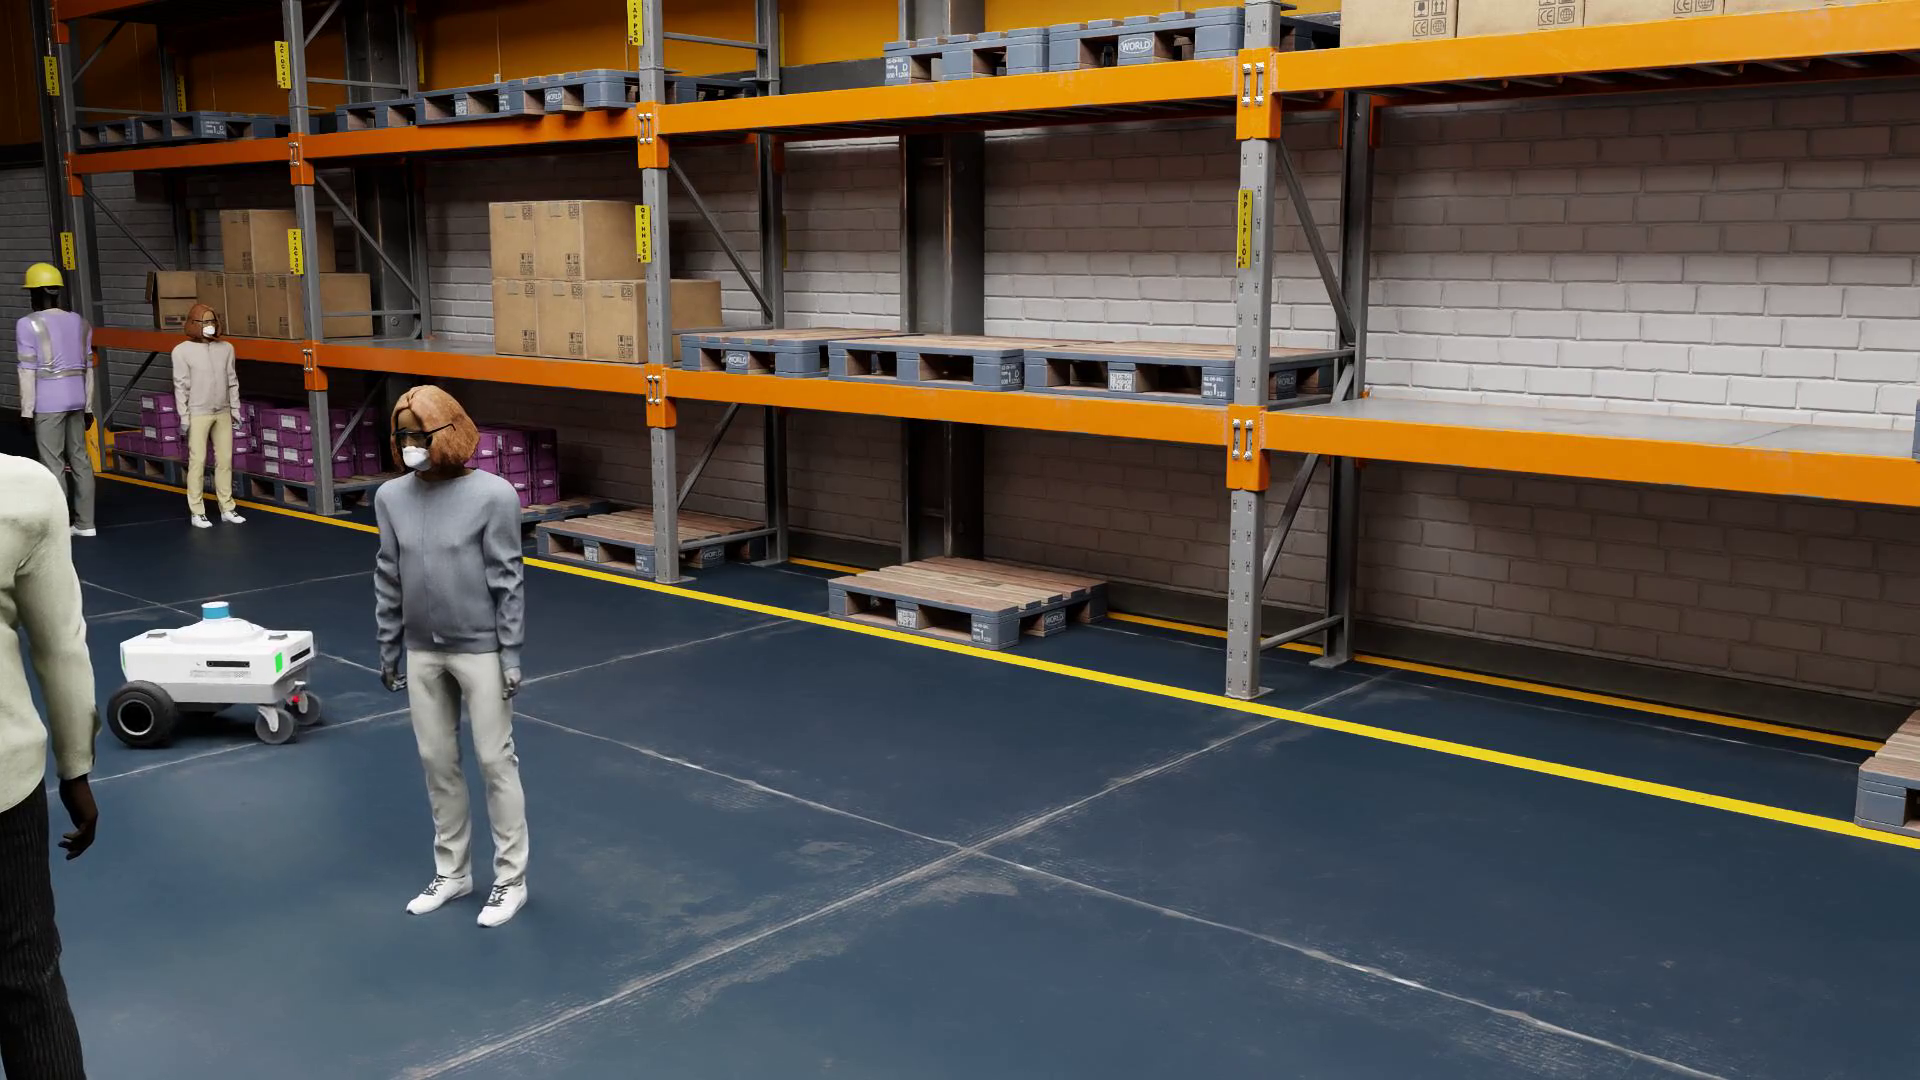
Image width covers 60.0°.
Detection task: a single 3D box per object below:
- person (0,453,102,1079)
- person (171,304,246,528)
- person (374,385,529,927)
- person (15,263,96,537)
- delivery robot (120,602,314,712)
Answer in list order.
[{"bbox_3d":[-2.000,0.477,3.204,0.623,1.990,0.390,-8,13,-37],"label":"person"},{"bbox_3d":[-5.468,-0.903,12.110,0.282,1.625,0.493,6,11,30],"label":"person"},{"bbox_3d":[-1.535,0.345,5.006,0.504,1.622,0.299,3,10,16],"label":"person"},{"bbox_3d":[-6.237,-0.938,11.481,0.390,1.922,0.589,3,10,17],"label":"person"},{"bbox_3d":[-3.068,0.500,6.893,0.707,0.478,0.477,1,10,3],"label":"delivery robot"}]
